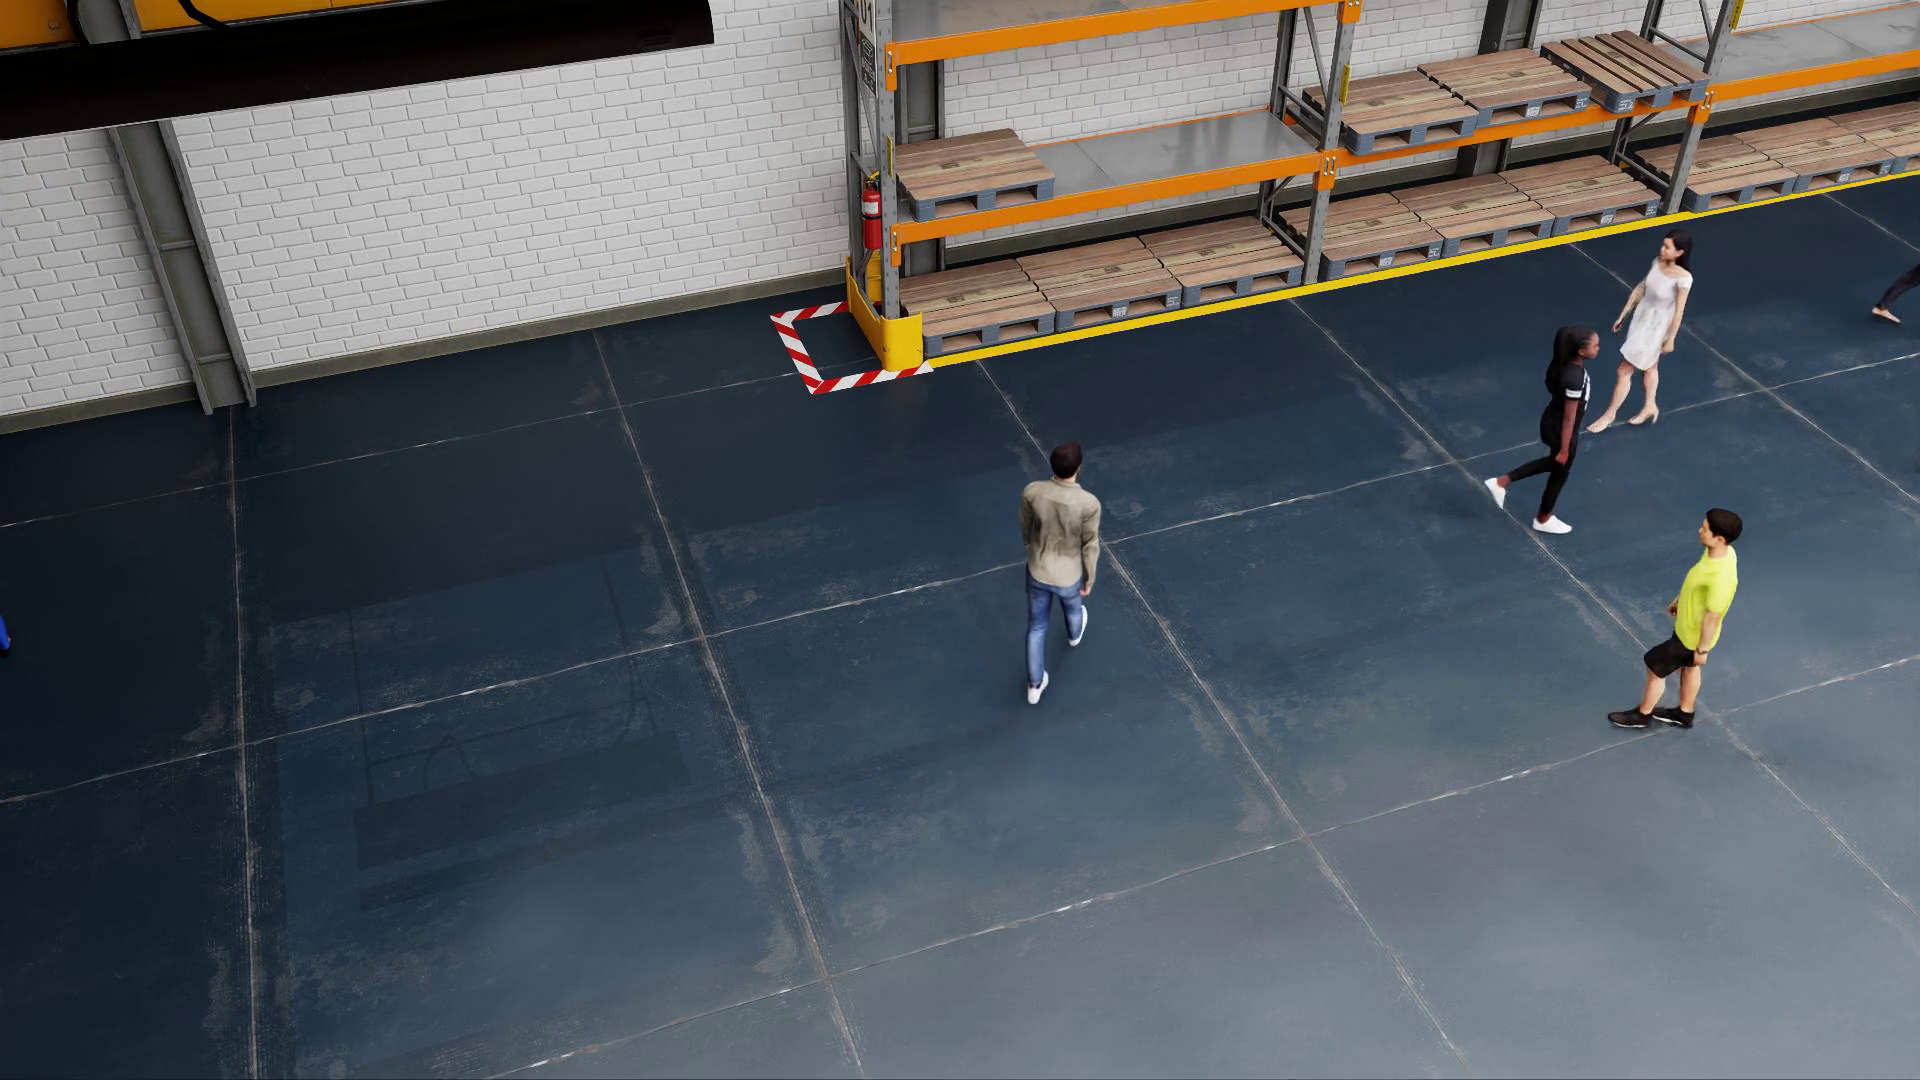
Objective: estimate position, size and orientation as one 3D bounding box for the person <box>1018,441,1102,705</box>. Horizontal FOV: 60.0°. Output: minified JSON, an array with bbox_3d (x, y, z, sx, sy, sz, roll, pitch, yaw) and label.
[{"bbox_3d":[0.561,0.264,10.458,1.181,1.815,1.162,9,40,11],"label":"person"}]

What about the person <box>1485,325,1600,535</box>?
[{"bbox_3d":[4.190,-0.771,11.834,1.009,1.714,0.885,8,39,10],"label":"person"}]

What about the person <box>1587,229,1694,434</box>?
[{"bbox_3d":[5.427,-1.607,12.851,0.894,1.752,0.701,-5,39,-6],"label":"person"}]

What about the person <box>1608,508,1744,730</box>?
[{"bbox_3d":[4.600,0.543,10.209,0.922,1.690,0.857,13,40,15],"label":"person"}]
